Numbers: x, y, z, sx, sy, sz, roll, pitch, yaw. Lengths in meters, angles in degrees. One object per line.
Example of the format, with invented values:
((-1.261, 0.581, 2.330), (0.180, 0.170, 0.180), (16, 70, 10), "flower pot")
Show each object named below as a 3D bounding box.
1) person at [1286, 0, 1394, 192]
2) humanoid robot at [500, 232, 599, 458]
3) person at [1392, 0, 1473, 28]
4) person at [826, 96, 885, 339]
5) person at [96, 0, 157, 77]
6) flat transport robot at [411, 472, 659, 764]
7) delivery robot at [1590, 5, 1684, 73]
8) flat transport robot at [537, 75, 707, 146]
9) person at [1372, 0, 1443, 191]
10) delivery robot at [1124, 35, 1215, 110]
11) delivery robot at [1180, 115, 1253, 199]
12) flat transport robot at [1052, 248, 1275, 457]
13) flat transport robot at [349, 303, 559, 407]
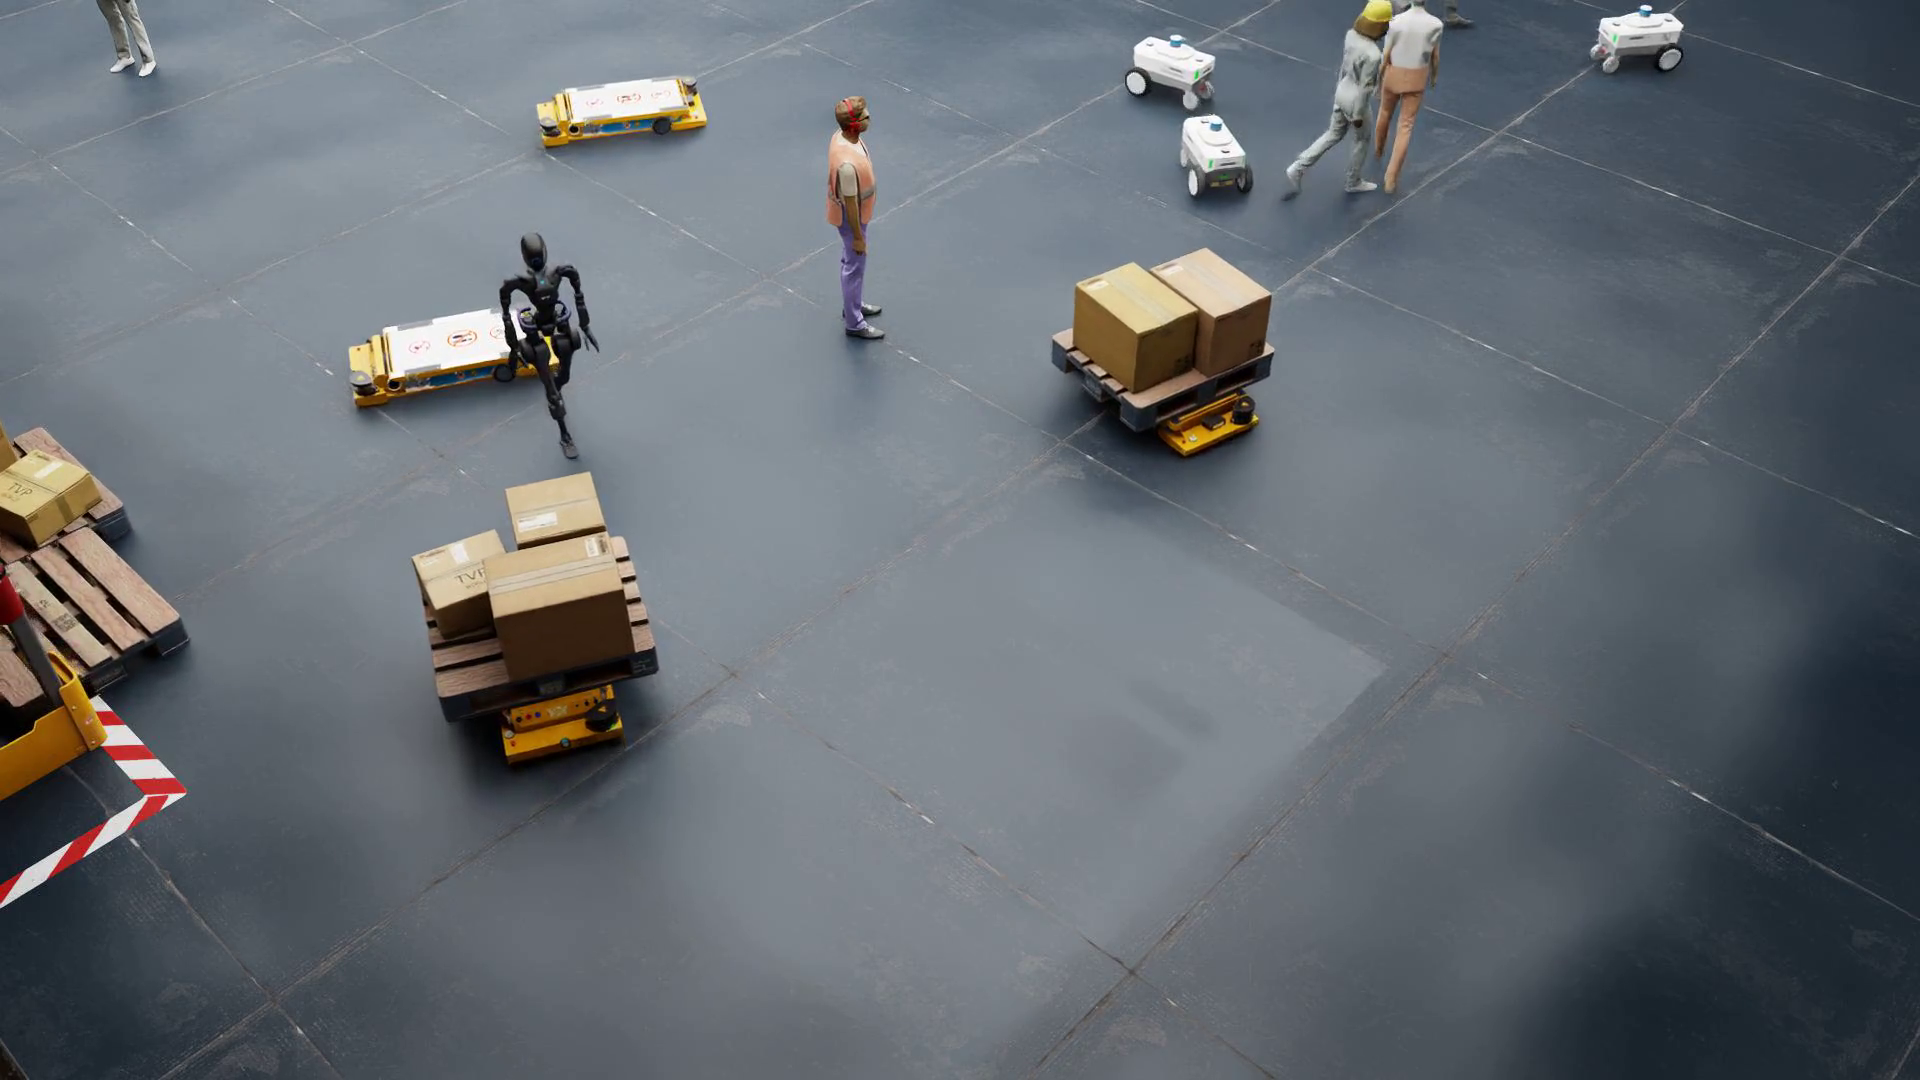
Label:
((3.104, -3.524, 13.384), (0.740, 1.677, 0.527), (-11, 43, -12), "person")
((-2.759, -1.391, 11.077), (0.616, 1.644, 0.791), (-20, 46, -21), "humanoid robot")
((4.598, -5.714, 15.732), (0.764, 1.802, 0.629), (2, 42, 2), "person")
((-0.767, -2.304, 11.905), (0.381, 1.849, 0.569), (-3, 42, -4), "person")
((-7.721, -5.025, 15.084), (0.510, 1.641, 0.306), (13, 43, 14), "person")
((-2.440, 0.672, 9.779), (0.659, 0.231, 1.431), (-13, 44, -14), "flat transport robot")
((6.346, -4.681, 15.528), (0.814, 0.612, 0.499), (-7, 42, -7), "delivery robot")
((-3.009, -3.811, 14.762), (1.431, 0.231, 0.659), (-10, 43, -11), "flat transport robot")
((3.684, -3.821, 13.702), (0.510, 1.698, 0.910), (11, 43, 12), "person")
((1.930, -4.274, 15.054), (0.767, 0.583, 0.499), (27, 48, 26), "delivery robot")
((2.117, -3.232, 13.902), (0.499, 0.592, 0.795), (-9, 43, -10), "delivery robot")
((1.405, -1.130, 11.782), (0.659, 0.231, 1.431), (-24, 47, -24), "flat transport robot")
((-3.663, -1.348, 12.024), (1.431, 0.231, 0.659), (-13, 44, -14), "flat transport robot")
